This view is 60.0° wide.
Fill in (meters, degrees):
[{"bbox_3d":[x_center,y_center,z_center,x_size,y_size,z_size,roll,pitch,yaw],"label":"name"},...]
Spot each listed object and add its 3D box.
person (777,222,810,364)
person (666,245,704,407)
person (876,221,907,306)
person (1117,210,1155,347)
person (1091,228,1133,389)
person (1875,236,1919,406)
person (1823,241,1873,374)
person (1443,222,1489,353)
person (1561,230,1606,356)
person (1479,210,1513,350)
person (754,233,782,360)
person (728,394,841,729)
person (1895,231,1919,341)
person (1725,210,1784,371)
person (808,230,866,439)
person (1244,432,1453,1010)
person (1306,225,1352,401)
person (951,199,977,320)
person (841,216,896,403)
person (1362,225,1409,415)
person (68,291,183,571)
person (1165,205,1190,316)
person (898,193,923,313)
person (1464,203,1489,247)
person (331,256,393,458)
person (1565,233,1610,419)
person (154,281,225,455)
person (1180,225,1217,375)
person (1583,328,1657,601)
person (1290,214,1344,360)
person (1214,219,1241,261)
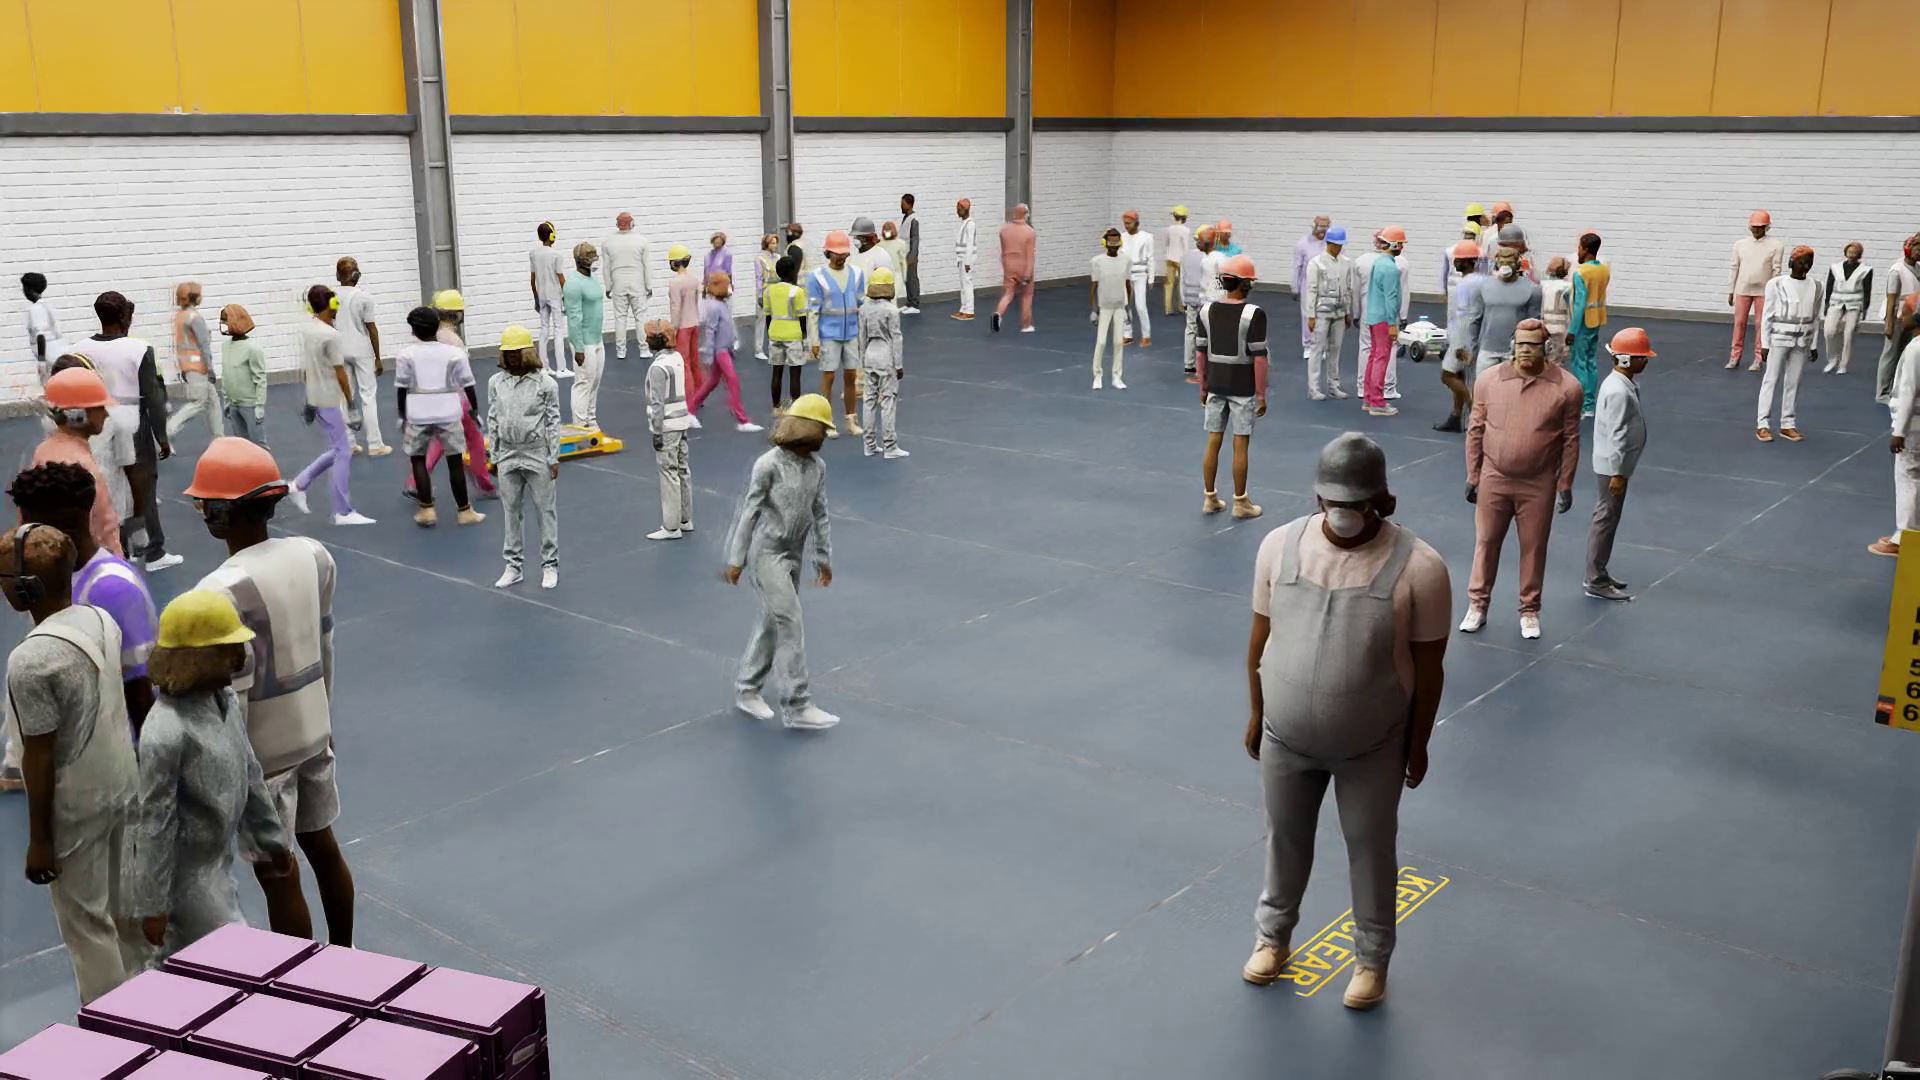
[{"bbox_3d":[-2.119,-3.130,21.189,0.443,1.798,0.676,-1,14,-4],"label":"person"},{"bbox_3d":[-2.969,-2.265,17.788,0.323,1.765,0.534,5,15,20],"label":"person"},{"bbox_3d":[-1.048,-4.021,25.133,0.521,1.607,0.685,3,14,11],"label":"person"},{"bbox_3d":[2.397,-3.593,22.894,0.609,1.866,0.363,10,17,36],"label":"person"},{"bbox_3d":[1.749,-2.662,19.200,0.502,1.858,0.328,-3,14,-12],"label":"person"},{"bbox_3d":[10.231,-2.379,18.102,0.565,1.840,0.398,-9,17,-33],"label":"person"},{"bbox_3d":[10.787,-2.816,20.268,0.540,1.617,0.509,13,19,41],"label":"person"},{"bbox_3d":[6.575,-3.238,21.634,0.607,1.770,0.924,8,16,29],"label":"person"},{"bbox_3d":[7.777,-3.017,20.880,0.587,1.716,0.743,11,18,38],"label":"person"},{"bbox_3d":[7.035,-3.368,21.885,0.393,1.916,0.590,7,15,25],"label":"person"},{"bbox_3d":[-2.490,-3.173,21.694,0.322,1.631,0.519,10,17,34],"label":"person"},{"bbox_3d":[-0.847,0.113,8.421,0.743,1.683,0.557,8,16,30],"label":"person"},{"bbox_3d":[10.837,-2.588,18.913,0.506,1.846,0.346,9,16,31],"label":"person"},{"bbox_3d":[9.846,-3.090,20.646,0.608,1.986,0.400,11,18,37],"label":"person"},{"bbox_3d":[-1.167,-1.984,16.137,0.611,2.033,0.420,-8,16,-30],"label":"person"},{"bbox_3d":[1.288,0.613,5.724,0.682,2.000,0.535,8,16,29],"label":"person"},{"bbox_3d":[4.093,-2.510,18.428,0.613,1.936,0.421,-8,16,-28],"label":"person"},{"bbox_3d":[0.068,-4.389,26.048,0.385,1.880,0.577,-3,14,-12],"label":"person"},{"bbox_3d":[-1.067,-2.523,18.257,0.539,2.000,0.688,-13,19,-42],"label":"person"},{"bbox_3d":[4.491,-2.318,17.559,0.406,1.986,0.620,0,14,0],"label":"person"},{"bbox_3d":[-5.696,-0.728,11.332,0.596,1.918,0.379,1,14,4],"label":"person"},{"bbox_3d":[3.558,-4.451,26.541,0.711,1.741,0.547,-10,17,-36],"label":"person"},{"bbox_3d":[-0.810,-4.642,26.968,0.392,1.922,0.591,-5,15,-18],"label":"person"},{"bbox_3d":[7.366,-3.856,23.840,0.417,1.916,0.589,-2,14,-9],"label":"person"},{"bbox_3d":[-5.540,-1.668,15.244,0.506,1.843,0.346,2,14,8],"label":"person"},{"bbox_3d":[6.497,-2.215,17.270,0.598,1.917,0.378,-13,19,-43],"label":"person"},{"bbox_3d":[-7.121,-1.581,15.375,0.702,1.610,0.520,-11,18,-37],"label":"person"},{"bbox_3d":[2.940,-2.894,20.159,0.404,1.830,0.603,-12,19,-40],"label":"person"},{"bbox_3d":[4.252,-0.496,10.737,0.331,1.750,0.573,5,15,19],"label":"person"},{"bbox_3d":[4.624,-3.269,21.548,0.683,1.882,0.497,1,14,5],"label":"person"},{"bbox_3d":[3.567,-3.479,22.655,0.561,1.753,0.327,-2,14,-10],"label":"person"}]
